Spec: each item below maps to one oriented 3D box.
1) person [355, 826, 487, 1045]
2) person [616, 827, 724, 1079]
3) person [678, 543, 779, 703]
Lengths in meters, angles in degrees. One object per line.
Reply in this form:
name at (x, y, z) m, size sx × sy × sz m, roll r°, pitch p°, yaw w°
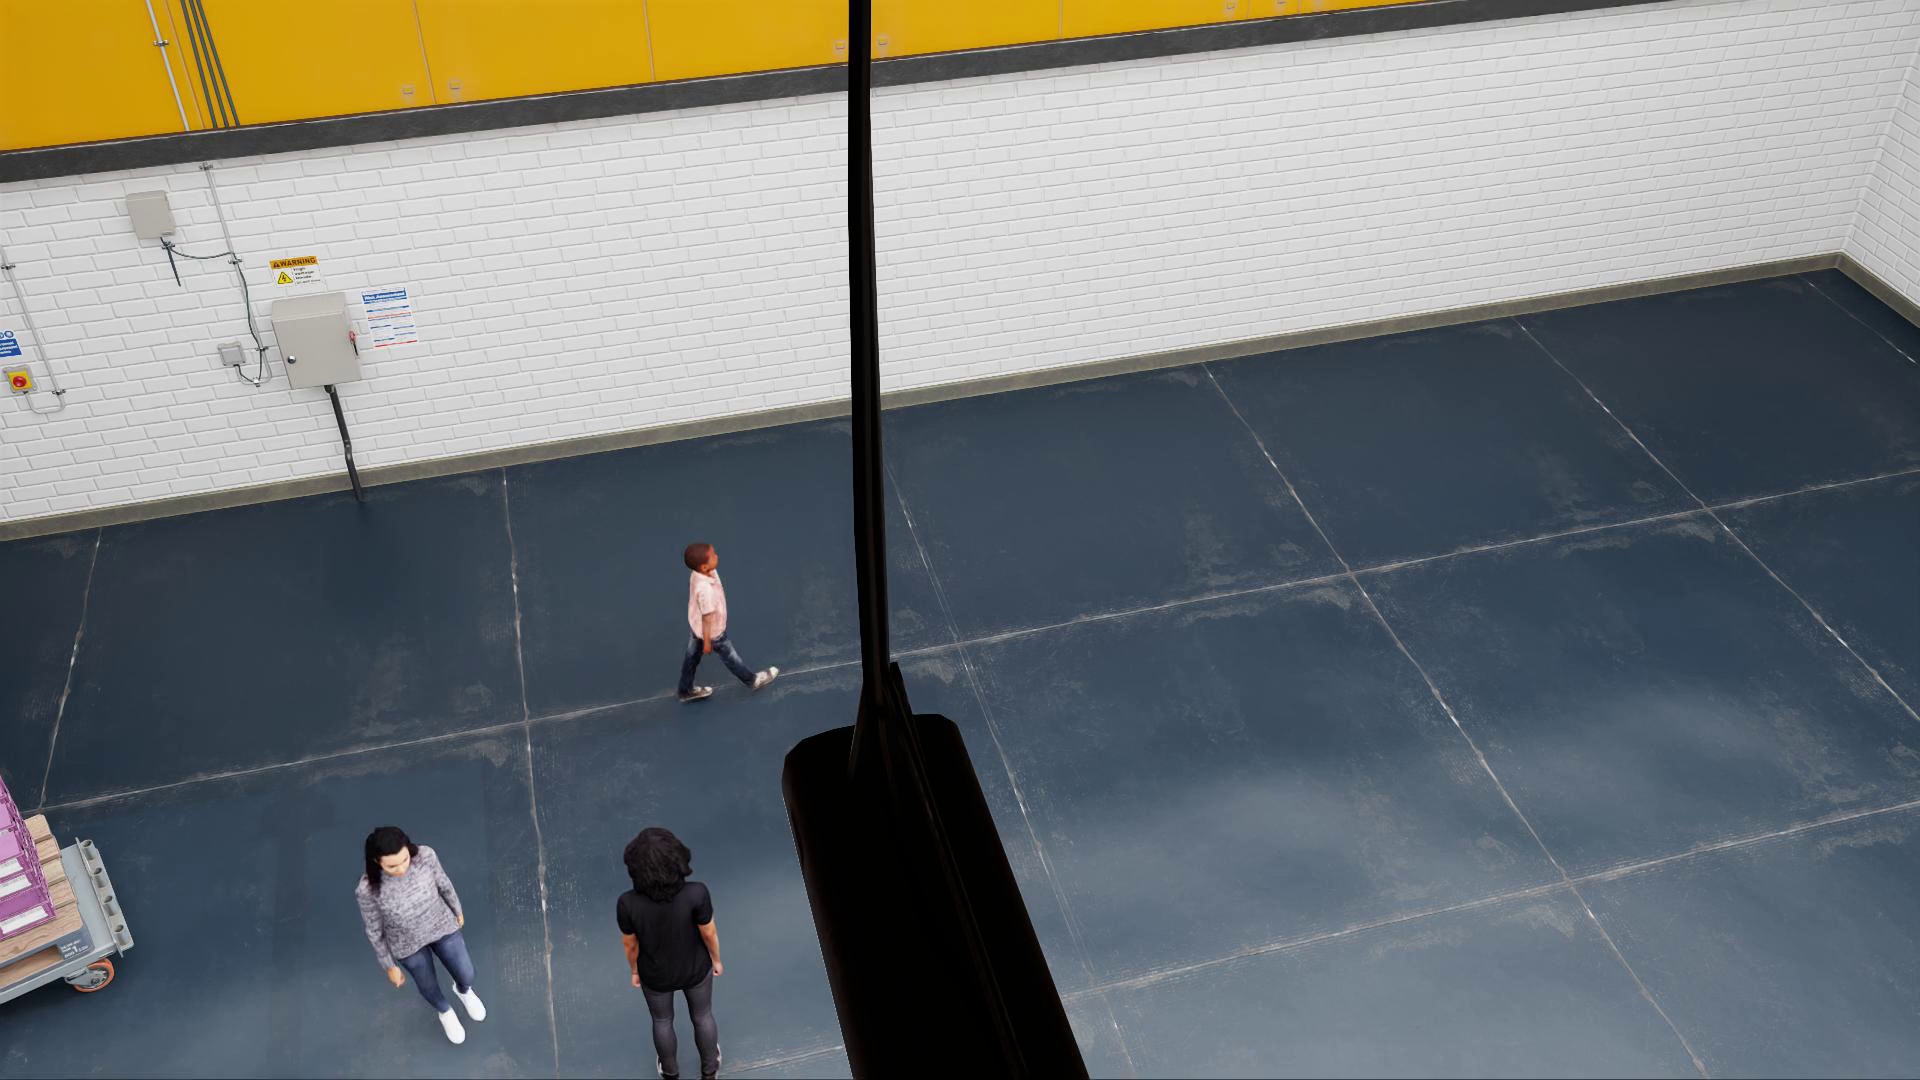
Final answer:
person at (-2.848, 1.993, 8.669) m, size 0.725 × 1.714 × 0.712 m, roll -24°, pitch 45°, yaw -27°
person at (-1.447, 2.143, 8.390) m, size 0.641 × 1.827 × 0.548 m, roll -6°, pitch 39°, yaw -8°
person at (-1.706, 0.571, 10.799) m, size 0.624 × 1.278 × 0.842 m, roll -13°, pitch 40°, yaw -15°
